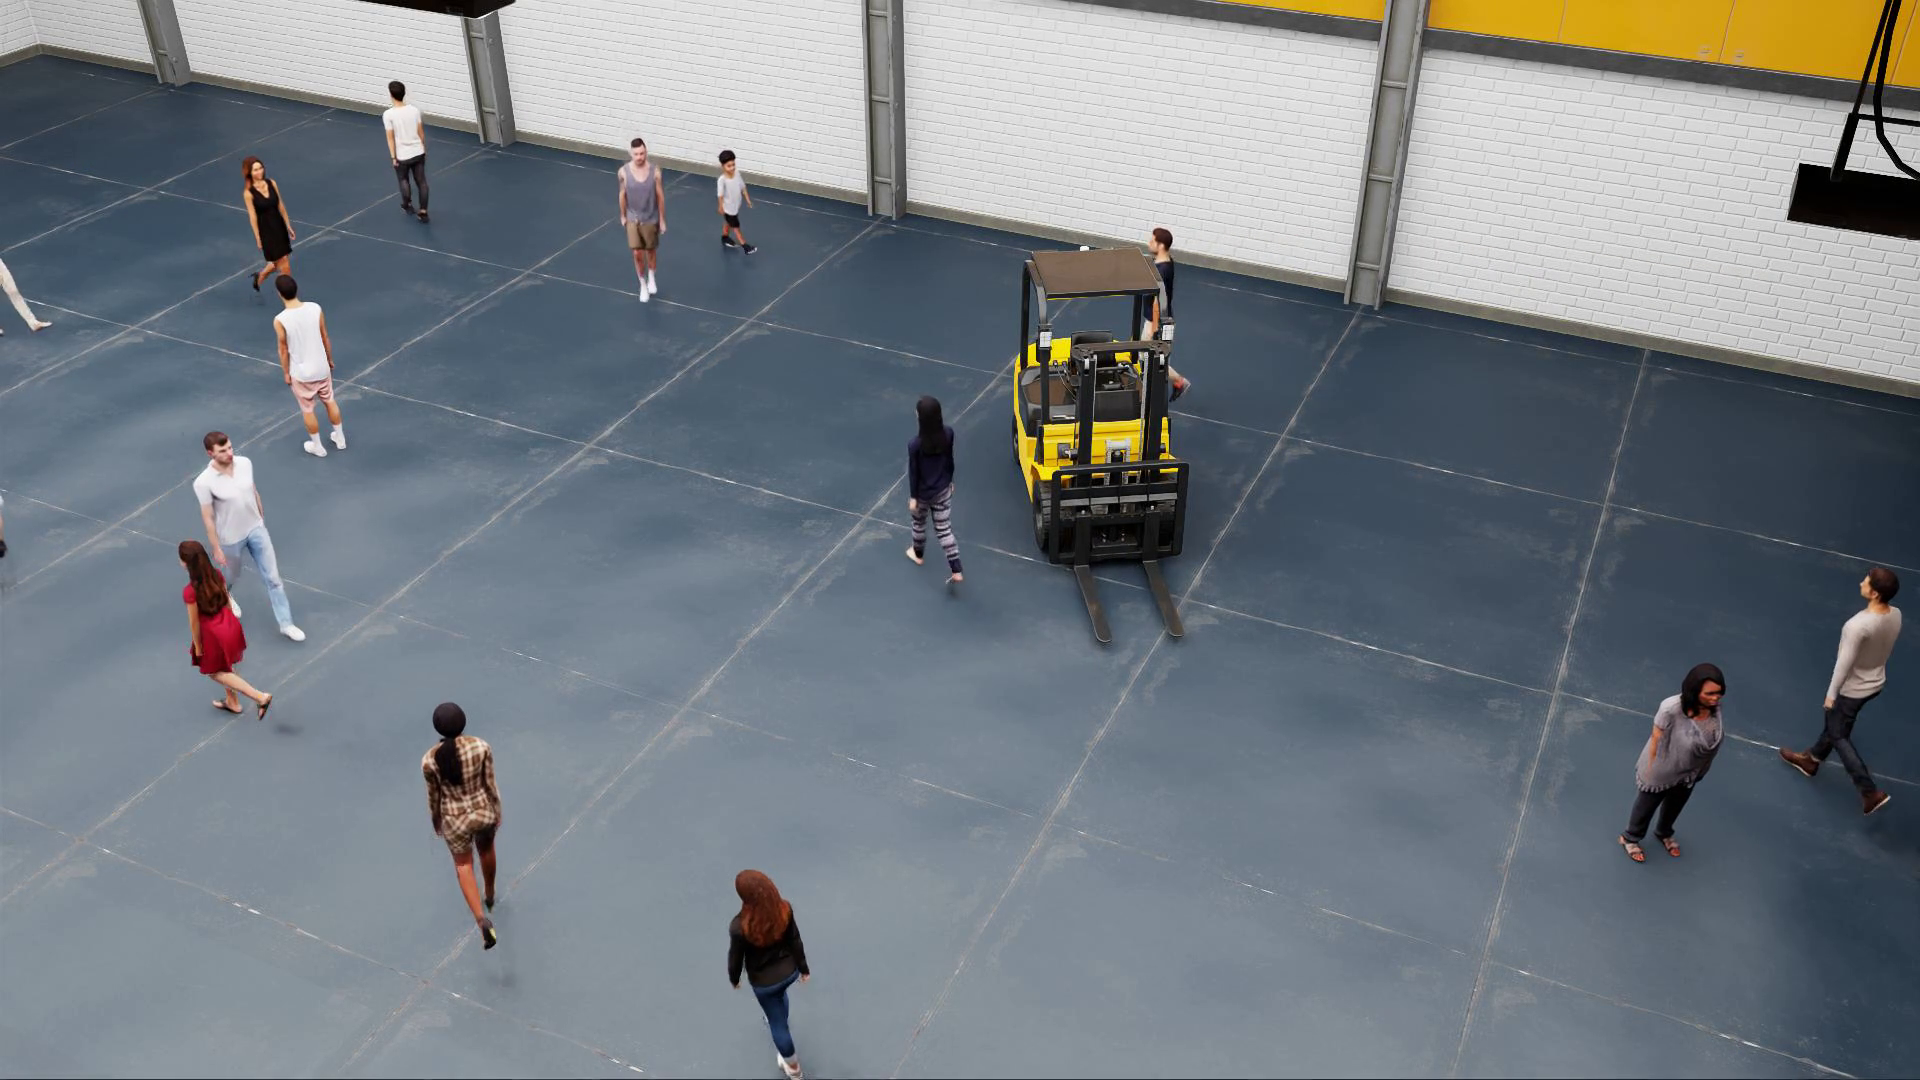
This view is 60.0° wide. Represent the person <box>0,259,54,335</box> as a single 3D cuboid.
[{"bbox_3d":[-10.347,-2.909,17.471,1.094,1.687,0.775,7,34,11],"label":"person"}]

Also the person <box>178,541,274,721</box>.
[{"bbox_3d":[-5.400,0.695,12.186,0.868,1.535,0.615,10,35,14],"label":"person"}]

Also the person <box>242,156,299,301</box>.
[{"bbox_3d":[-7.434,-3.258,17.885,1.031,1.811,0.607,17,37,24],"label":"person"}]

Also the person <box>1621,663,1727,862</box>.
[{"bbox_3d":[4.744,1.437,11.007,0.772,1.605,0.835,-9,35,-14],"label":"person"}]

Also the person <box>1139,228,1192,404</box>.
[{"bbox_3d":[2.005,-2.149,16.188,0.905,1.842,0.751,7,34,10],"label":"person"}]

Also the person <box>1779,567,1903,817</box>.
[{"bbox_3d":[6.194,1.064,11.359,1.094,1.836,1.237,-16,37,-22],"label":"person"}]

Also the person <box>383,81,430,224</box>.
[{"bbox_3d":[-6.641,-4.664,20.099,0.874,1.701,0.990,-21,39,-28],"label":"person"}]

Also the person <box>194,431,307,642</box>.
[{"bbox_3d":[-5.712,-0.055,13.060,1.234,1.817,0.827,22,40,30],"label":"person"}]

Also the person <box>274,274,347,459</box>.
[{"bbox_3d":[-6.042,-1.605,15.424,0.677,1.782,0.709,28,43,35],"label":"person"}]

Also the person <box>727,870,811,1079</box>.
[{"bbox_3d":[-1.031,2.518,9.523,0.767,1.447,0.871,-17,37,-24],"label":"person"}]

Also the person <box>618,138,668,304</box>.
[{"bbox_3d":[-3.472,-3.567,18.211,0.885,1.823,0.938,-5,34,-7],"label":"person"}]

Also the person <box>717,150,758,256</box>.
[{"bbox_3d":[-2.719,-3.963,19.482,0.921,1.217,0.635,23,40,31],"label":"person"}]

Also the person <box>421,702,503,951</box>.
[{"bbox_3d":[-3.030,1.794,10.316,0.950,1.775,1.022,-12,35,-17],"label":"person"}]

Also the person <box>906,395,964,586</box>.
[{"bbox_3d":[-0.193,-0.382,13.654,0.959,1.704,1.125,-19,38,-26],"label":"person"}]
